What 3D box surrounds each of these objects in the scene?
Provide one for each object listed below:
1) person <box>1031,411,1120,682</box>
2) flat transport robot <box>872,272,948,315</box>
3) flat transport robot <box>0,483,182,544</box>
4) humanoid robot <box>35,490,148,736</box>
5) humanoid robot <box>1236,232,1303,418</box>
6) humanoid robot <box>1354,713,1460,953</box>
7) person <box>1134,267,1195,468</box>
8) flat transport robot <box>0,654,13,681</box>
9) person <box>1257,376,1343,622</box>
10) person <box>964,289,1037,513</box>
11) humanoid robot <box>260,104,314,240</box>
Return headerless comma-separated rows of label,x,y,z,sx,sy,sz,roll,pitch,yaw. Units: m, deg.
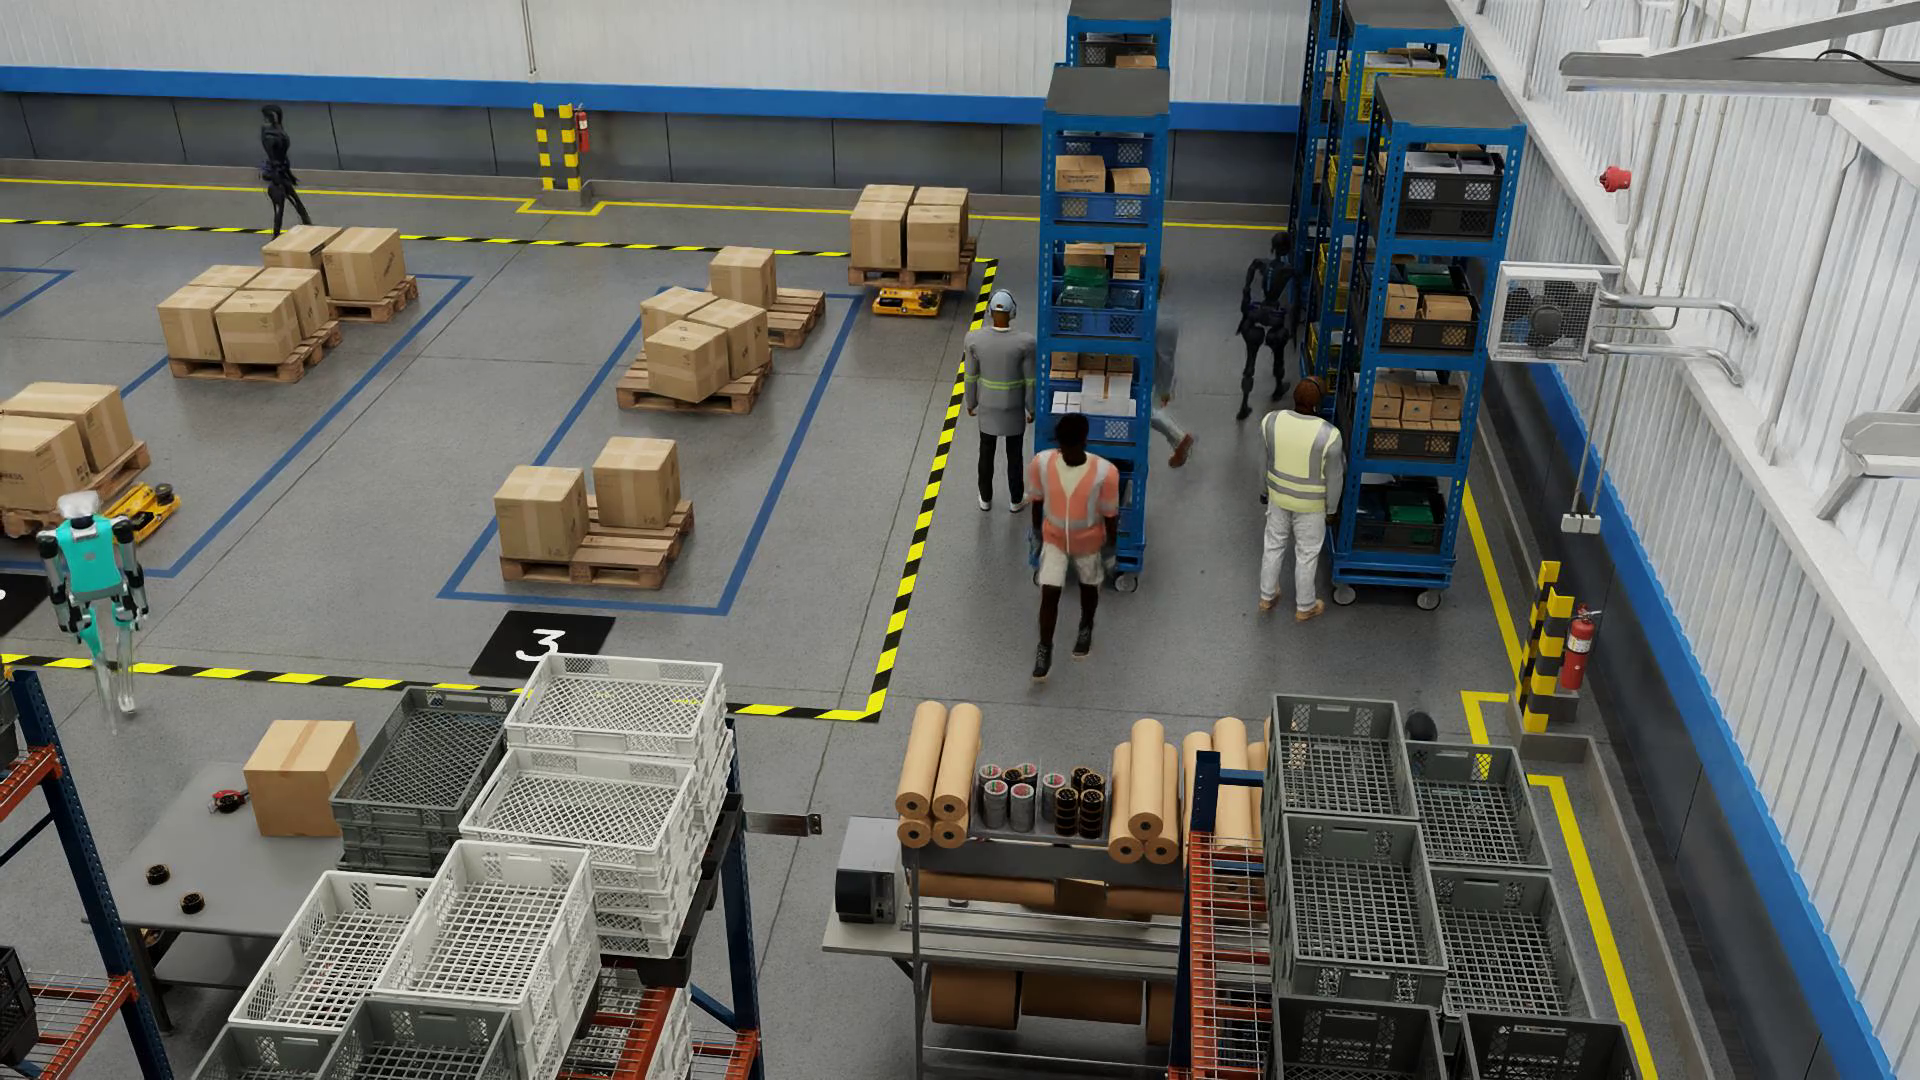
person,0.738,0.017,10.988,0.617,1.940,0.579,9,31,15
flat transport robot,-0.479,-2.704,17.289,0.652,0.197,1.431,3,30,6
flat transport robot,-6.978,-0.249,13.074,1.431,0.197,0.652,3,30,6
humanoid robot,-5.427,0.409,10.537,0.560,1.799,0.798,-17,34,-26
humanoid robot,2.709,-1.912,14.599,0.588,1.620,0.794,17,34,27
humanoid robot,2.283,1.577,8.569,0.588,1.647,0.504,1,30,1
person,1.542,-1.328,13.327,0.871,1.913,0.631,-11,32,-18
flat transport robot,-7.142,0.969,11.010,1.431,0.231,0.659,3,30,6
person,2.367,-0.293,11.613,0.621,1.844,0.429,20,36,31
person,0.329,-1.077,12.953,0.587,1.849,0.390,6,31,9
humanoid robot,-7.292,-3.907,18.006,0.710,1.629,0.610,-3,30,-5
